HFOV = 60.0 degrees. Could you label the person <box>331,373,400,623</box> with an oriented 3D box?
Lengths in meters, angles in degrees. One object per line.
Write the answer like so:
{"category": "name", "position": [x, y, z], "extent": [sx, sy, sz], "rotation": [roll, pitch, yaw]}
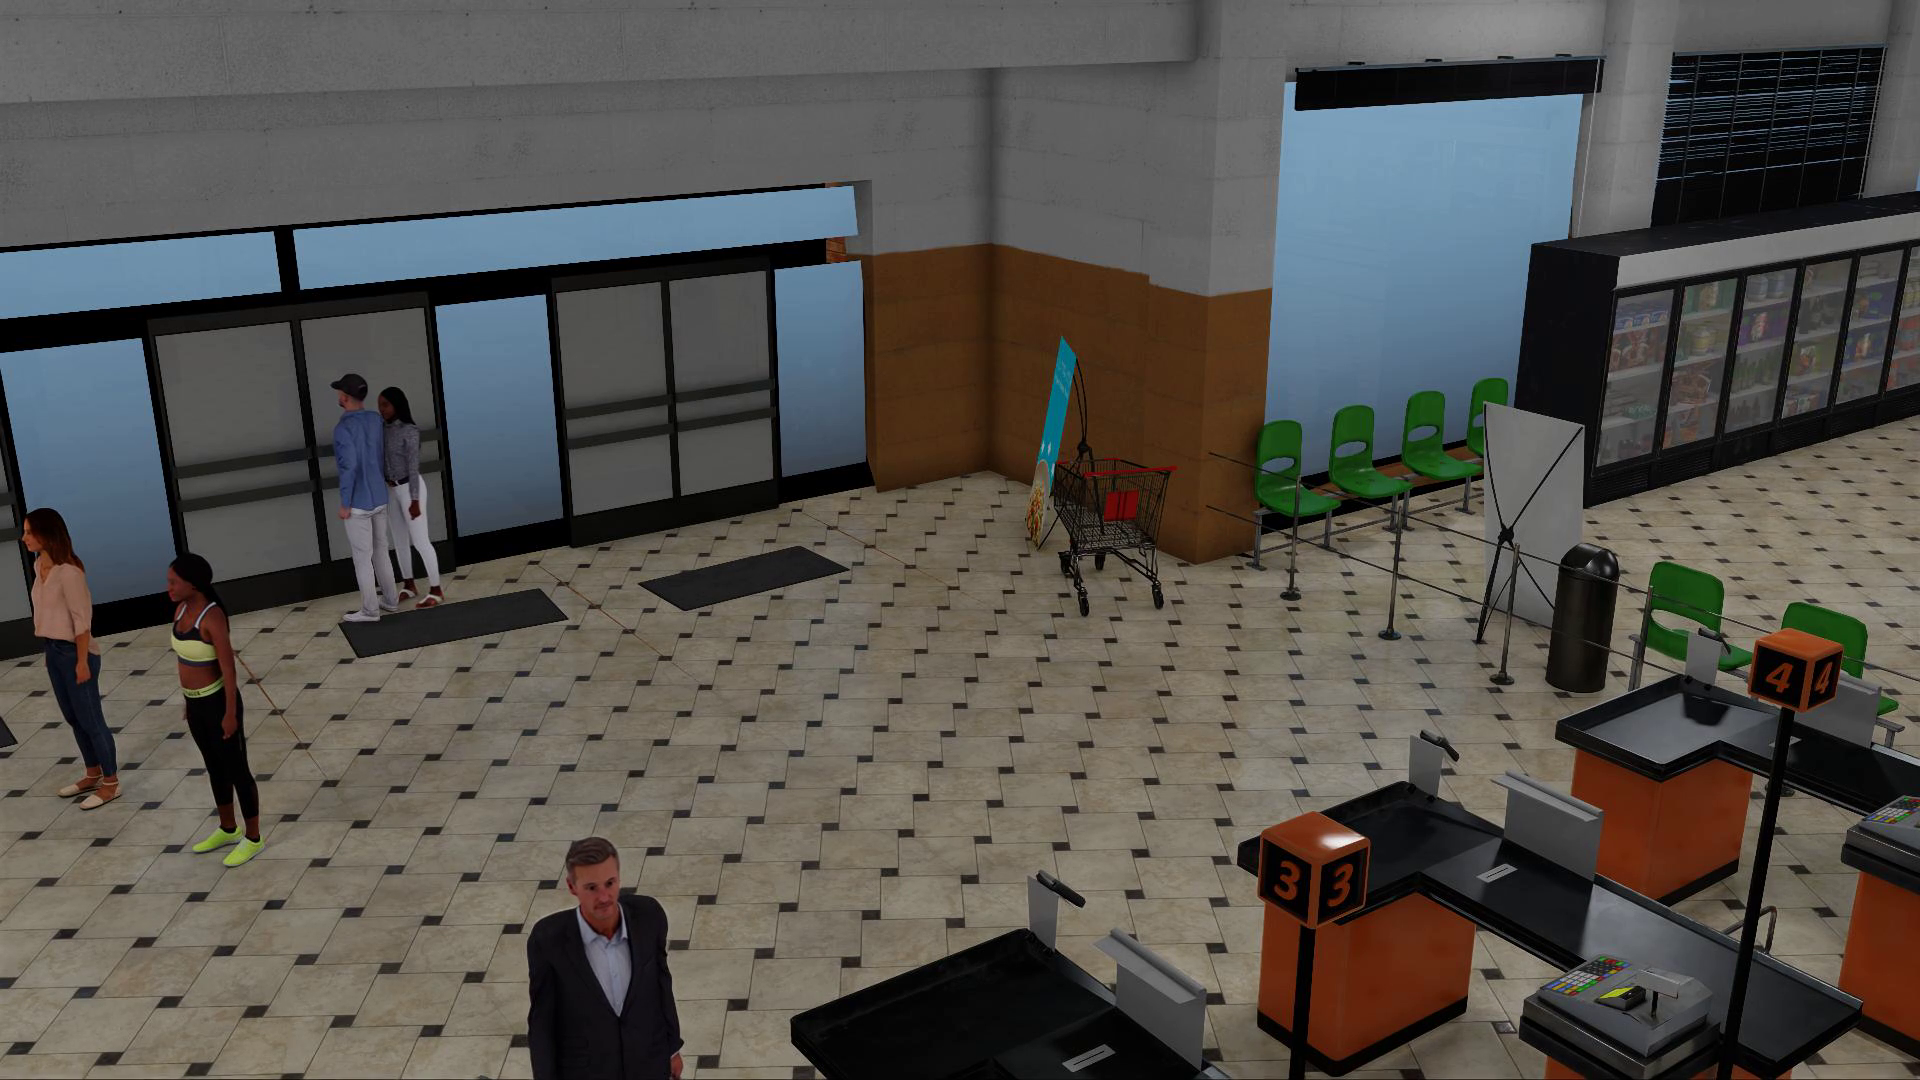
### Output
{"category": "person", "position": [-4.420, -0.316, 12.324], "extent": [0.777, 1.888, 0.741], "rotation": [6, 19, 16]}

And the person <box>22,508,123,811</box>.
{"category": "person", "position": [-5.101, 0.667, 9.559], "extent": [0.559, 1.792, 0.711], "rotation": [14, 23, 35]}

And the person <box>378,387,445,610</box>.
{"category": "person", "position": [-4.215, -0.329, 12.624], "extent": [0.602, 1.721, 0.725], "rotation": [10, 21, 27]}

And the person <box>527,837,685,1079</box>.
{"category": "person", "position": [-1.237, 1.874, 5.902], "extent": [0.719, 1.841, 0.572], "rotation": [-12, 22, -32]}

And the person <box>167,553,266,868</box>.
{"category": "person", "position": [-3.999, 0.894, 8.944], "extent": [0.546, 1.754, 0.683], "rotation": [13, 23, 34]}
